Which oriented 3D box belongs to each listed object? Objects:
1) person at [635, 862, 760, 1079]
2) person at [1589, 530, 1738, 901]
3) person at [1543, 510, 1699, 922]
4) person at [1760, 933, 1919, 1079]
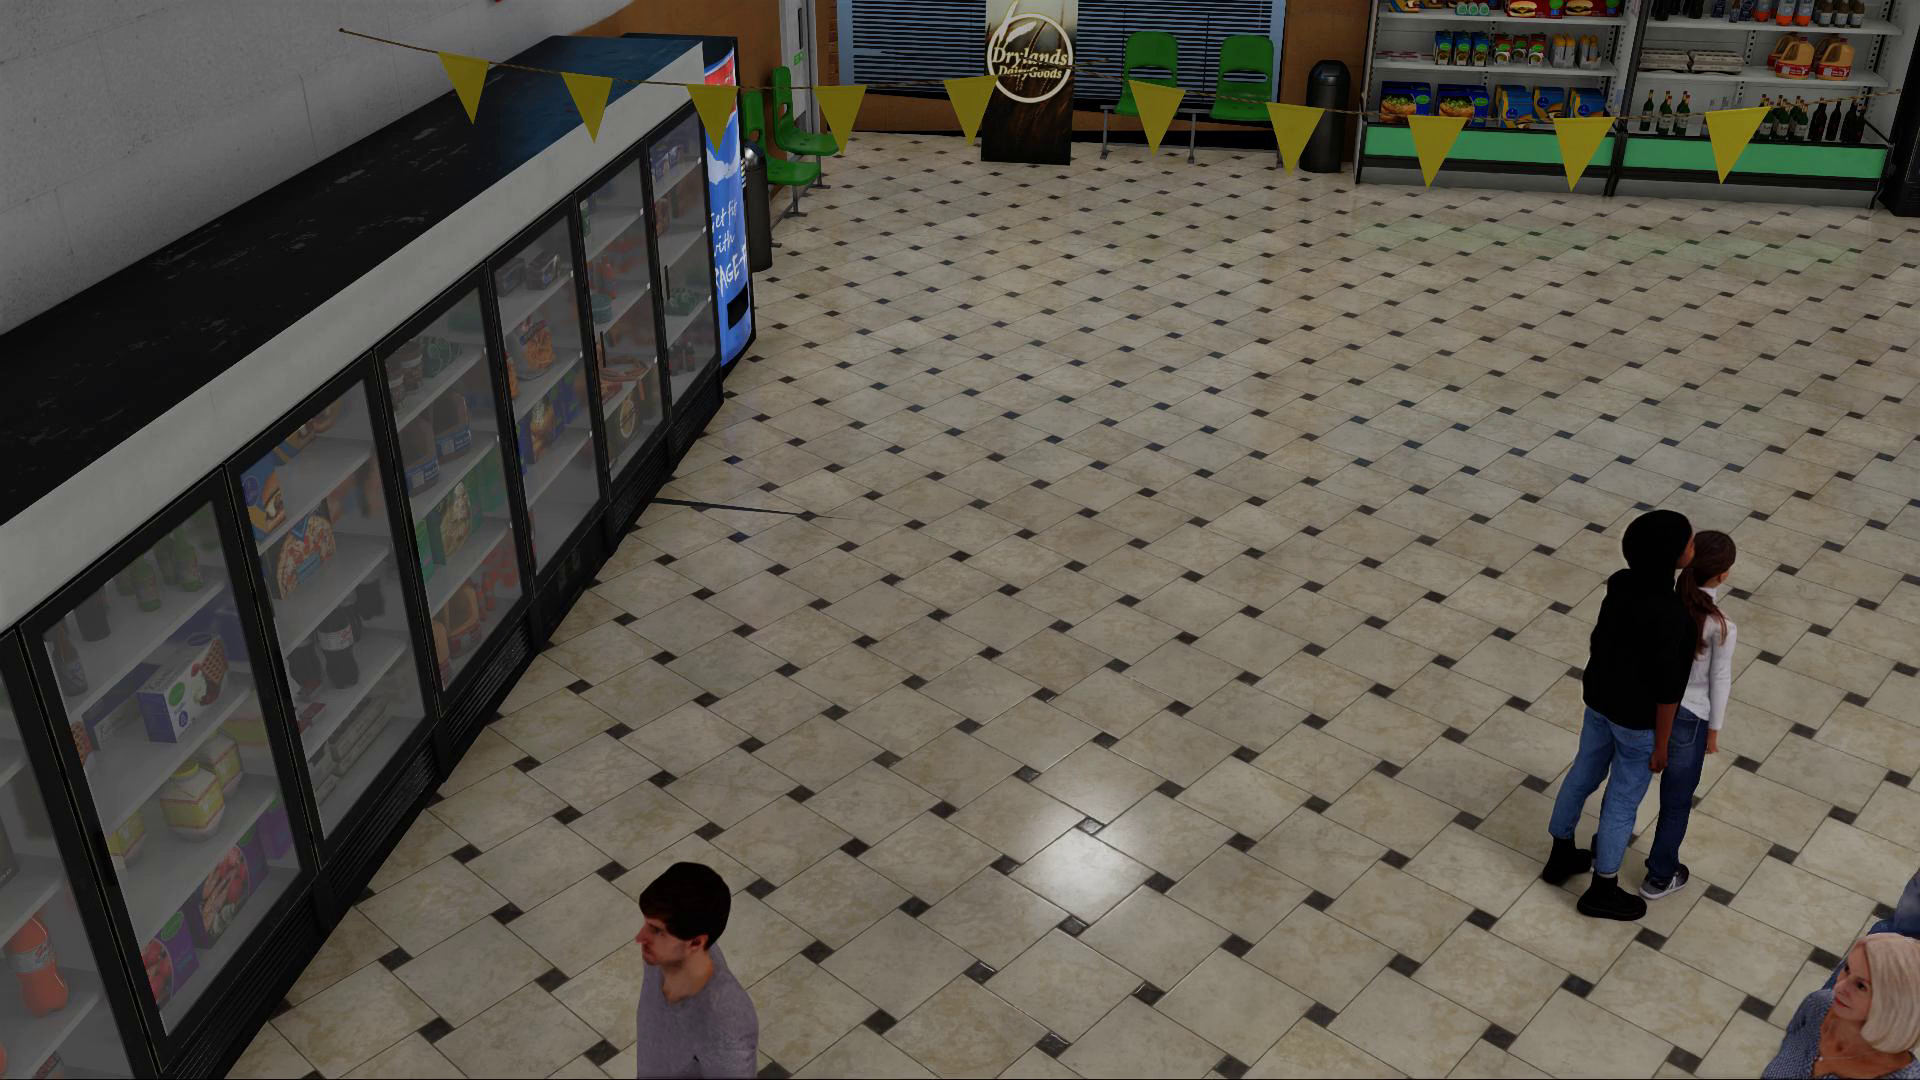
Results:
[{"bbox_3d":[-0.673,1.584,4.347,0.775,1.841,0.731,-17,33,-28],"label":"person"},{"bbox_3d":[2.695,0.658,6.338,0.682,1.558,0.601,-25,37,-38],"label":"person"},{"bbox_3d":[2.477,0.650,6.202,0.677,1.702,0.657,-9,30,-17],"label":"person"},{"bbox_3d":[2.192,1.679,4.297,0.629,1.722,0.649,-5,29,-10],"label":"person"}]
